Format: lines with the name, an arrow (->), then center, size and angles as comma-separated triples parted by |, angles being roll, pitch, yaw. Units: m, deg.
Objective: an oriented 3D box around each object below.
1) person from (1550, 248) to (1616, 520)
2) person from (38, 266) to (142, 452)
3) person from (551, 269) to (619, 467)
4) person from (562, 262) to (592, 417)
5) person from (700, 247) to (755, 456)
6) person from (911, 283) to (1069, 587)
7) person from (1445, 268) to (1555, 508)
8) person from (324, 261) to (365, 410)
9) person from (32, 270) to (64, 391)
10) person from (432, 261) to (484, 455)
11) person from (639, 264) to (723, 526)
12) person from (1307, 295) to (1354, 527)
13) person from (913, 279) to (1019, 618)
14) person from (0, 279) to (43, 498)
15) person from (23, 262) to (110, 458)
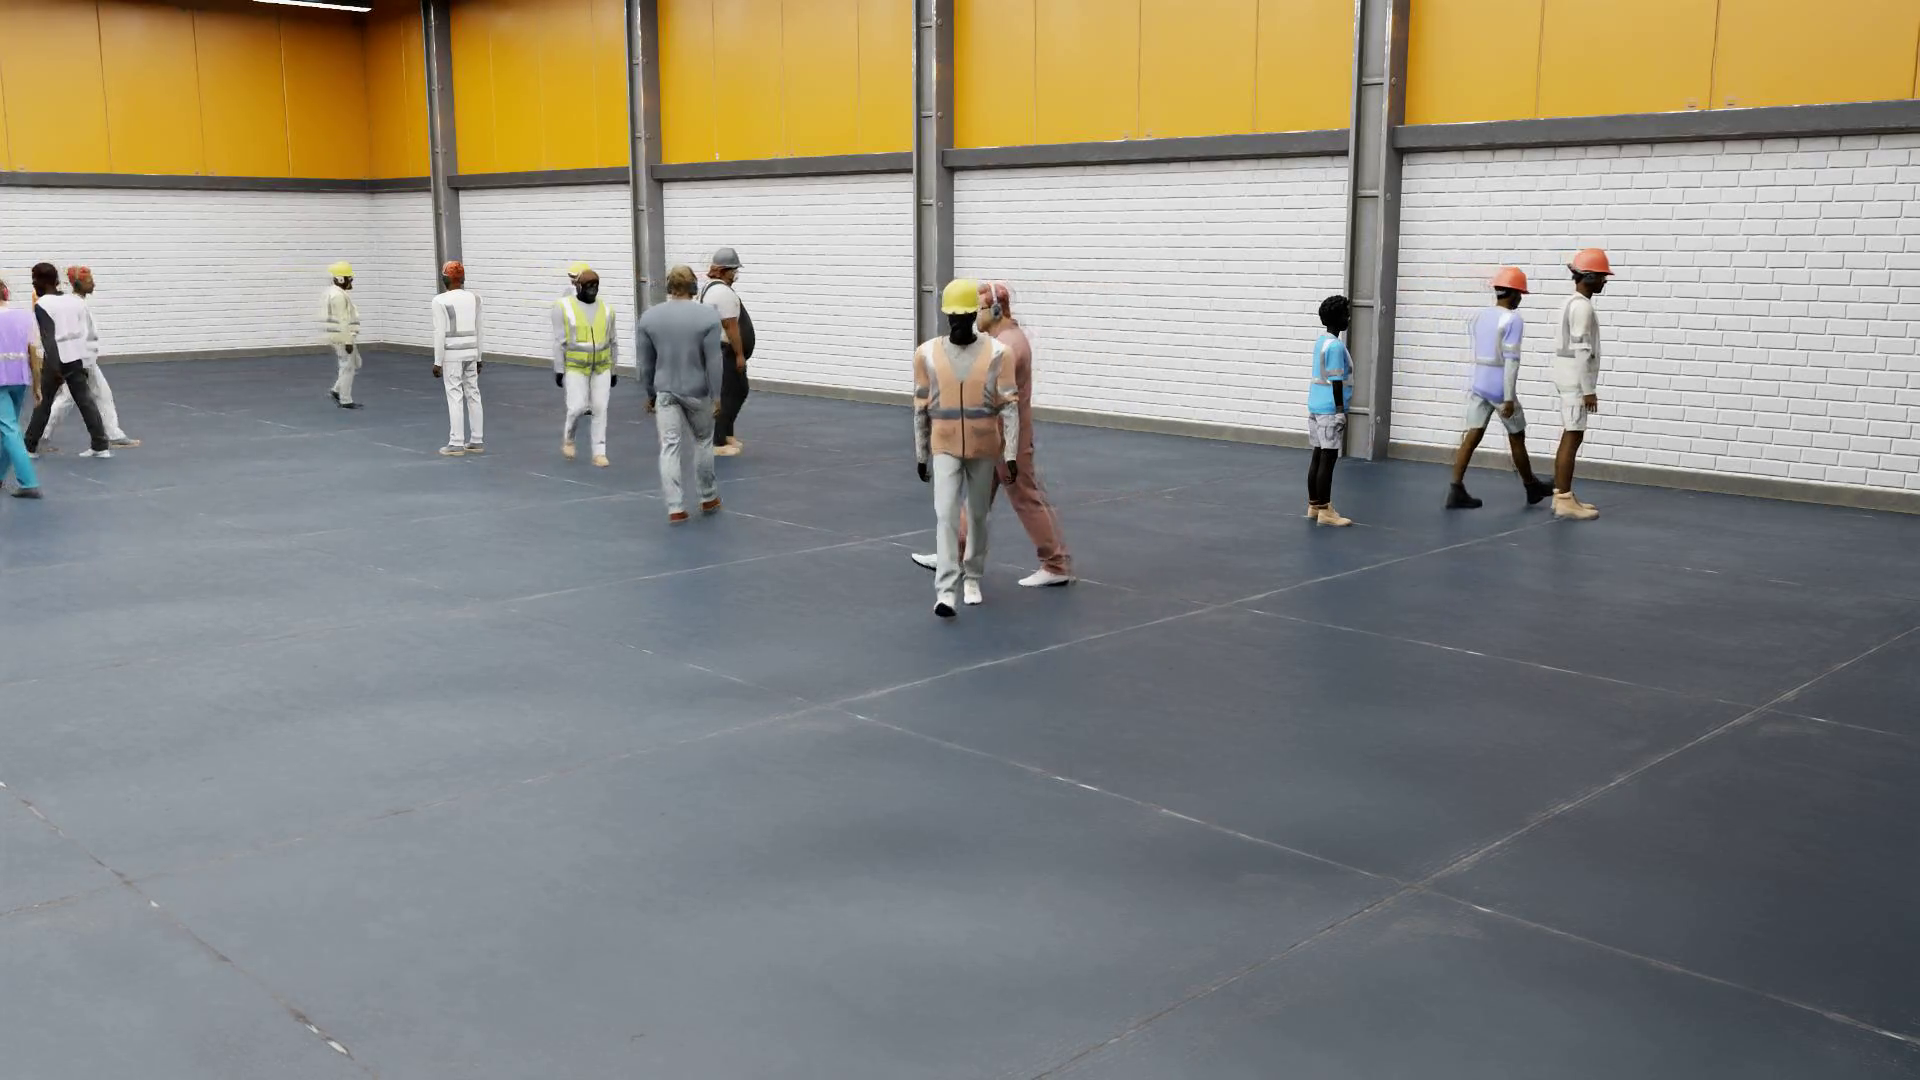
person -> 4.697, -1.176, 12.585 | 0.391, 2.038, 0.604 | 3, 11, 15
person -> -8.783, -1.792, 16.483 | 0.983, 1.847, 0.573 | -5, 12, -26
person -> -3.460, -1.591, 15.403 | 0.643, 1.826, 0.508 | -7, 12, -32
person -> -4.434, -2.341, 19.516 | 0.426, 1.827, 0.610 | -6, 12, -29
person -> -2.252, -1.834, 16.146 | 0.545, 2.000, 0.696 | -3, 11, -14
person -> 0.212, -0.629, 10.116 | 1.006, 1.841, 0.666 | 1, 10, 5
person -> 4.263, -1.186, 13.065 | 1.033, 1.867, 0.561 | -4, 11, -21
person -> -7.497, -2.478, 20.268 | 0.431, 1.814, 0.614 | -5, 11, -24
person -> -12.453, -2.894, 22.852 | 0.540, 1.699, 0.317 | 3, 11, 16
person -> -4.887, -1.765, 16.201 | 0.356, 1.883, 0.574 | 7, 12, 33
person -> -2.048, -1.095, 12.474 | 0.652, 1.904, 0.915 | 1, 10, 6
person -> 2.732, -0.949, 12.261 | 0.318, 1.697, 0.535 | 0, 10, -2
person -> 0.026, -0.505, 9.317 | 0.608, 1.877, 0.967 | 1, 10, 4
person -> -7.904, -1.257, 13.636 | 0.965, 1.793, 0.589 | 6, 12, 29
person -> -8.685, -1.705, 15.921 | 0.992, 1.869, 0.597 | 1, 10, 7
